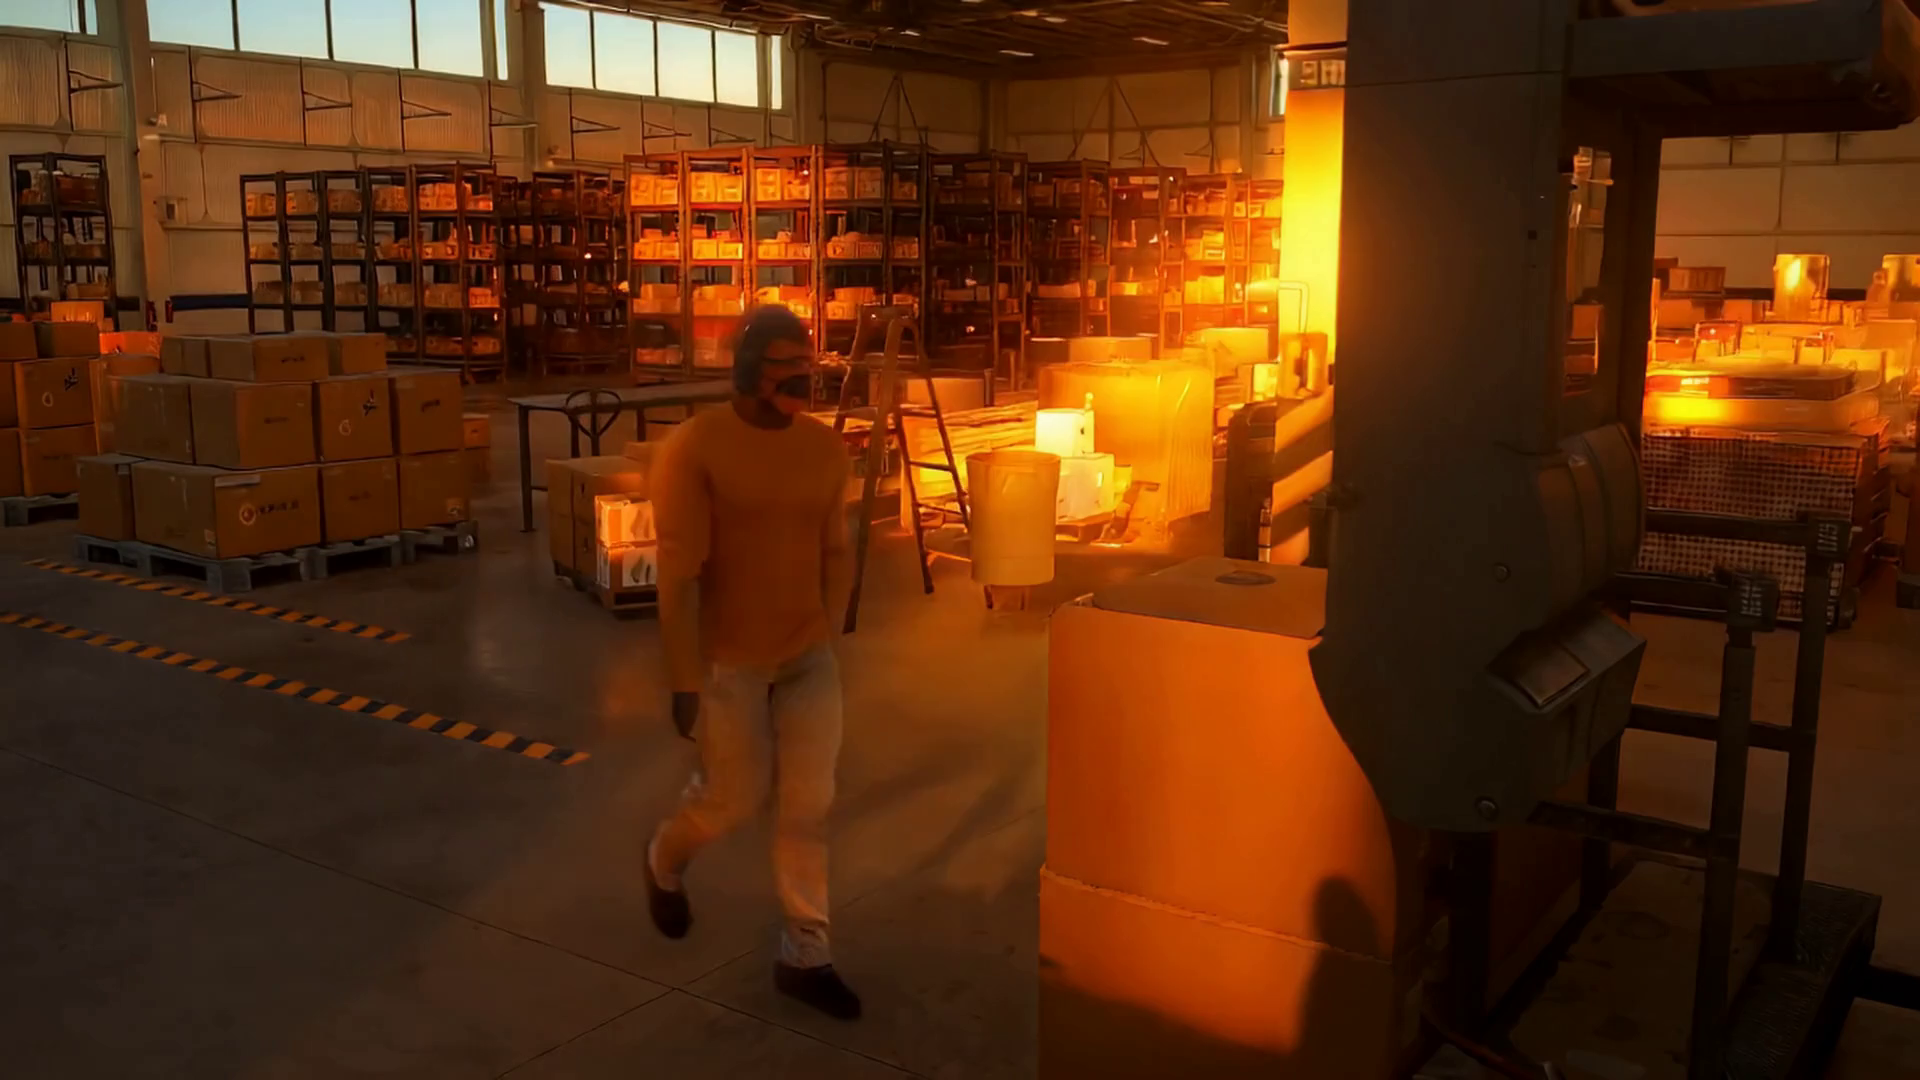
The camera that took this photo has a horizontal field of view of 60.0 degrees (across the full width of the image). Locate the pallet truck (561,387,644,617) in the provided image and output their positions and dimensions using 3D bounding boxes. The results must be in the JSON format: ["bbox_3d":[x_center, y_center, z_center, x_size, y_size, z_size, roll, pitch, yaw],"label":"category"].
[{"bbox_3d":[-1.981,-0.274,10.088,0.680,1.201,1.601,-5,11,-28],"label":"pallet truck"}]

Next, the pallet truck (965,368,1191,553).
[{"bbox_3d":[0.845,-0.609,11.869,1.630,1.274,0.653,7,12,35],"label":"pallet truck"}]

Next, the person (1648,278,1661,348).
[{"bbox_3d":[15.939,-5.424,38.730,0.642,1.913,0.408,0,10,2],"label":"person"}]

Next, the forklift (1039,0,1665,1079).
[{"bbox_3d":[1.249,-0.137,4.360,1.873,2.768,1.129,7,12,35],"label":"forklift"}]

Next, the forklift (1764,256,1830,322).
[{"bbox_3d":[20.253,-5.854,40.139,1.157,1.987,2.680,7,12,35],"label":"forklift"}]

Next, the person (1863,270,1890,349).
[{"bbox_3d":[19.439,-4.797,35.235,0.404,1.828,0.603,-3,10,-18],"label":"person"}]

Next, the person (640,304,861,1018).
[{"bbox_3d":[-0.595,0.311,4.568,0.636,1.916,0.755,-8,12,-39],"label":"person"}]

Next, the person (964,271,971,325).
[{"bbox_3d":[0.130,-5.064,36.890,0.576,1.815,0.903,8,12,40],"label":"person"}]

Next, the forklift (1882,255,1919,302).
[{"bbox_3d":[22.089,-5.634,38.796,1.157,1.987,2.680,6,11,33],"label":"forklift"}]
